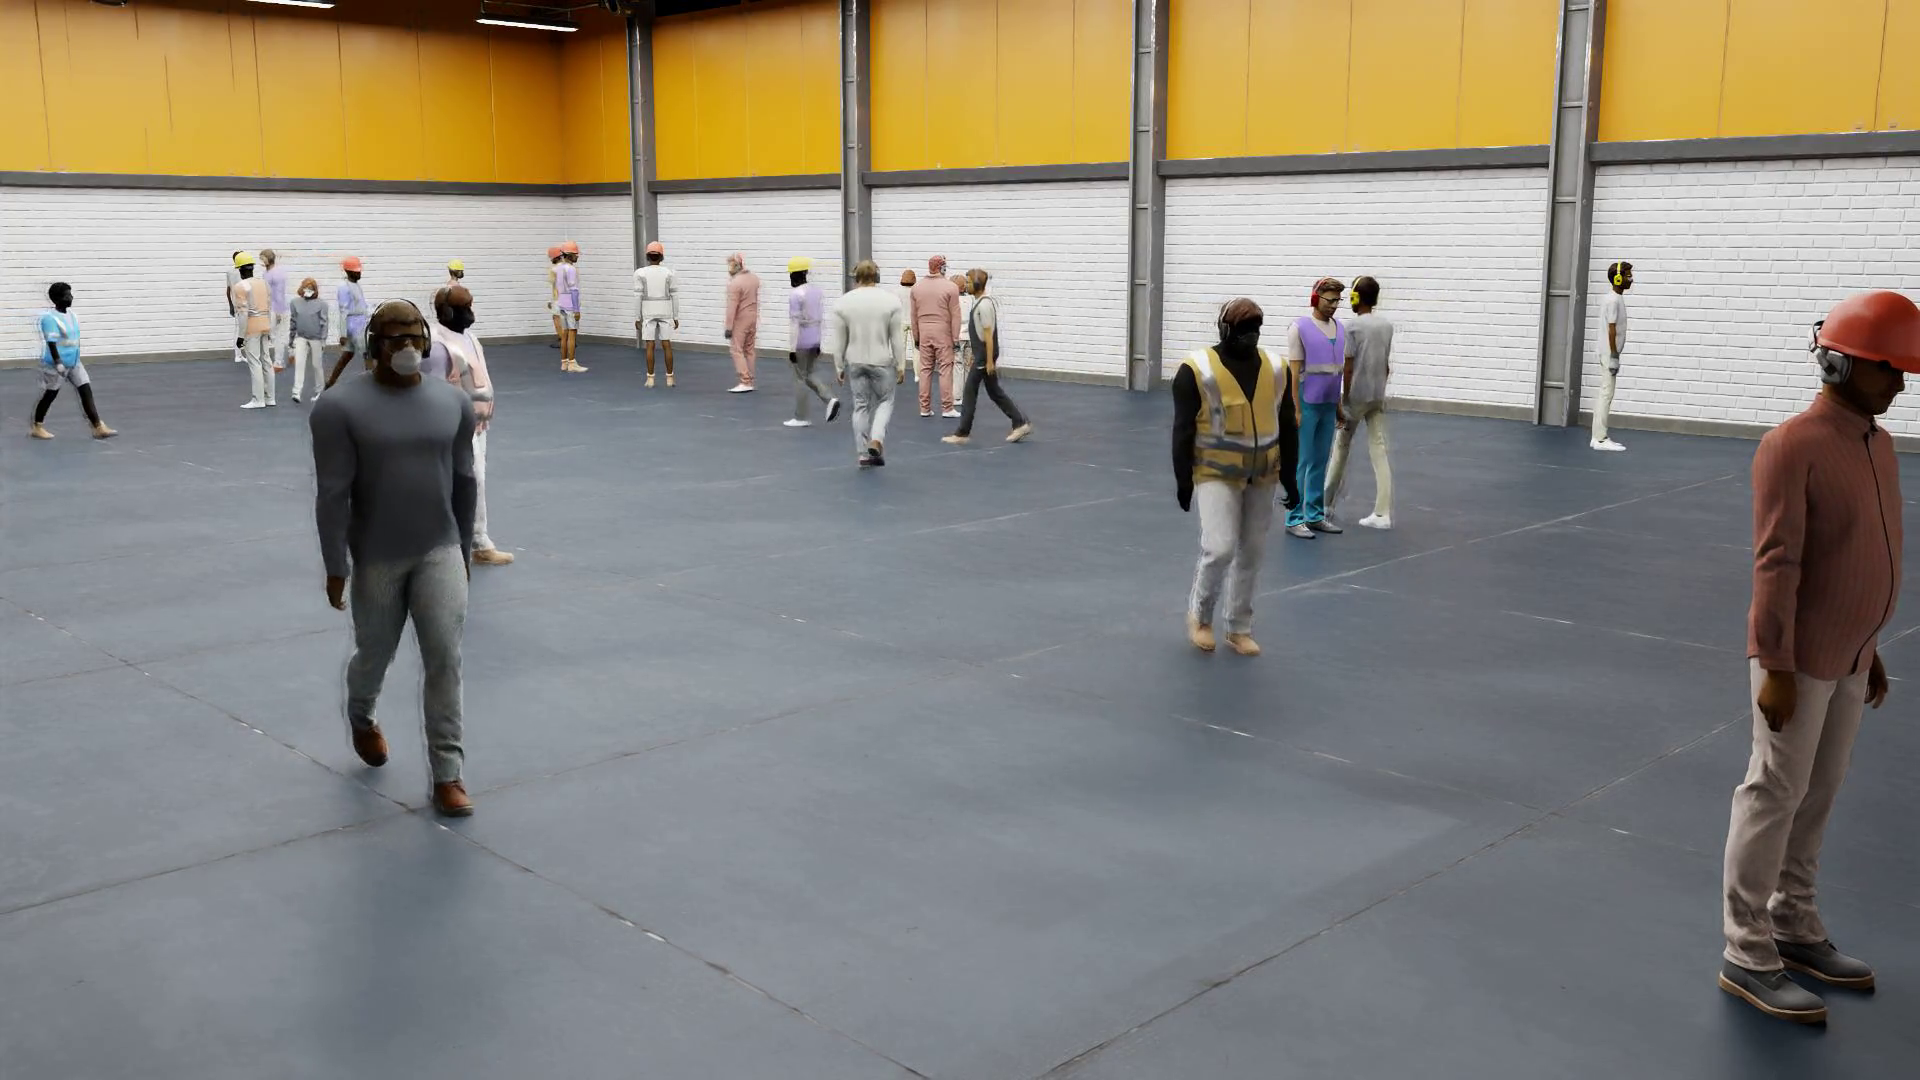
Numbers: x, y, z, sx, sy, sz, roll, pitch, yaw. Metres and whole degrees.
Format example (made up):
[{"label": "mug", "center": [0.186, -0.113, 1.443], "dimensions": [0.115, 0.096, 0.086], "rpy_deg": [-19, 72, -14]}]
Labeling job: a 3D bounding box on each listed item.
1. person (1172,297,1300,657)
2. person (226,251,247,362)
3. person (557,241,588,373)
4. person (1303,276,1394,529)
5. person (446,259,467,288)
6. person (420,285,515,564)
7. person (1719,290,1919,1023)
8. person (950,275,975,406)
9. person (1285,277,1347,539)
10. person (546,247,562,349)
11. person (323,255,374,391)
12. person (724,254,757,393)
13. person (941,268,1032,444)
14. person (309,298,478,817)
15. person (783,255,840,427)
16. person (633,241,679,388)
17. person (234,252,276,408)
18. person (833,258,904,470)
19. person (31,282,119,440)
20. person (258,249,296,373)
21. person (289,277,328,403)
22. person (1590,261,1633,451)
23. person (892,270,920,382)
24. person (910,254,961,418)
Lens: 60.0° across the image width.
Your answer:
[{"label": "person", "center": [1.399, -0.303, 8.398], "dimensions": [0.633, 1.828, 0.447], "rpy_deg": [-3, 11, -18]}, {"label": "person", "center": [-12.075, -3.922, 27.996], "dimensions": [0.537, 1.869, 0.312], "rpy_deg": [4, 11, 20]}, {"label": "person", "center": [-6.050, -3.629, 25.925], "dimensions": [0.385, 2.041, 0.615], "rpy_deg": [-7, 12, -33]}, {"label": "person", "center": [2.928, -1.026, 12.314], "dimensions": [0.548, 1.825, 0.929], "rpy_deg": [-5, 11, -25]}, {"label": "person", "center": [-7.628, -3.369, 25.271], "dimensions": [0.330, 1.765, 0.533], "rpy_deg": [-6, 12, -29]}, {"label": "person", "center": [-3.304, -0.741, 10.789], "dimensions": [0.723, 1.818, 0.635], "rpy_deg": [1, 10, 4]}, {"label": "person", "center": [2.389, 0.313, 4.589], "dimensions": [0.611, 1.985, 0.393], "rpy_deg": [-8, 13, -38]}, {"label": "person", "center": [0.002, -2.499, 20.862], "dimensions": [0.312, 1.642, 0.512], "rpy_deg": [8, 13, 39]}, {"label": "person", "center": [2.521, -0.941, 11.829], "dimensions": [0.563, 1.838, 0.388], "rpy_deg": [-9, 13, -39]}, {"label": "person", "center": [-7.527, -4.561, 31.416], "dimensions": [0.664, 1.898, 0.394], "rpy_deg": [-9, 14, -41]}, {"label": "person", "center": [-7.919, -2.760, 21.664], "dimensions": [0.984, 1.882, 0.584], "rpy_deg": [-1, 10, -4]}, {"label": "person", "center": [-2.975, -2.932, 22.599], "dimensions": [0.422, 1.879, 0.734], "rpy_deg": [5, 11, 23]}, {"label": "person", "center": [0.306, -1.870, 16.998], "dimensions": [0.911, 1.812, 0.522], "rpy_deg": [0, 10, 1]}, {"label": "person", "center": [-2.133, 0.037, 6.319], "dimensions": [0.636, 1.915, 0.904], "rpy_deg": [-7, 13, -35]}, {"label": "person", "center": [-1.685, -2.197, 18.466], "dimensions": [0.561, 1.910, 0.614], "rpy_deg": [5, 12, 26]}, {"label": "person", "center": [-4.258, -3.152, 23.326], "dimensions": [0.614, 2.041, 0.390], "rpy_deg": [-3, 11, -15]}, {"label": "person", "center": [-8.739, -2.580, 20.546], "dimensions": [0.382, 1.919, 0.584], "rpy_deg": [2, 11, 12]}, {"label": "person", "center": [-0.829, -1.587, 15.114], "dimensions": [0.653, 1.923, 0.458], "rpy_deg": [1, 10, 7]}, {"label": "person", "center": [-9.357, -1.860, 17.358], "dimensions": [0.886, 1.648, 0.547], "rpy_deg": [1, 10, 7]}, {"label": "person", "center": [-10.556, -3.539, 25.757], "dimensions": [0.535, 1.927, 0.631], "rpy_deg": [-9, 14, -40]}, {"label": "person", "center": [-8.354, -2.546, 21.243], "dimensions": [0.566, 1.585, 0.786], "rpy_deg": [0, 10, 0]}, {"label": "person", "center": [6.513, -1.829, 16.581], "dimensions": [0.327, 1.874, 0.517], "rpy_deg": [3, 11, 17]}, {"label": "person", "center": [-0.746, -3.123, 24.284], "dimensions": [0.507, 1.632, 0.273], "rpy_deg": [0, 10, 2]}, {"label": "person", "center": [-0.261, -2.383, 19.502], "dimensions": [0.642, 1.909, 0.399], "rpy_deg": [6, 12, 28]}]
